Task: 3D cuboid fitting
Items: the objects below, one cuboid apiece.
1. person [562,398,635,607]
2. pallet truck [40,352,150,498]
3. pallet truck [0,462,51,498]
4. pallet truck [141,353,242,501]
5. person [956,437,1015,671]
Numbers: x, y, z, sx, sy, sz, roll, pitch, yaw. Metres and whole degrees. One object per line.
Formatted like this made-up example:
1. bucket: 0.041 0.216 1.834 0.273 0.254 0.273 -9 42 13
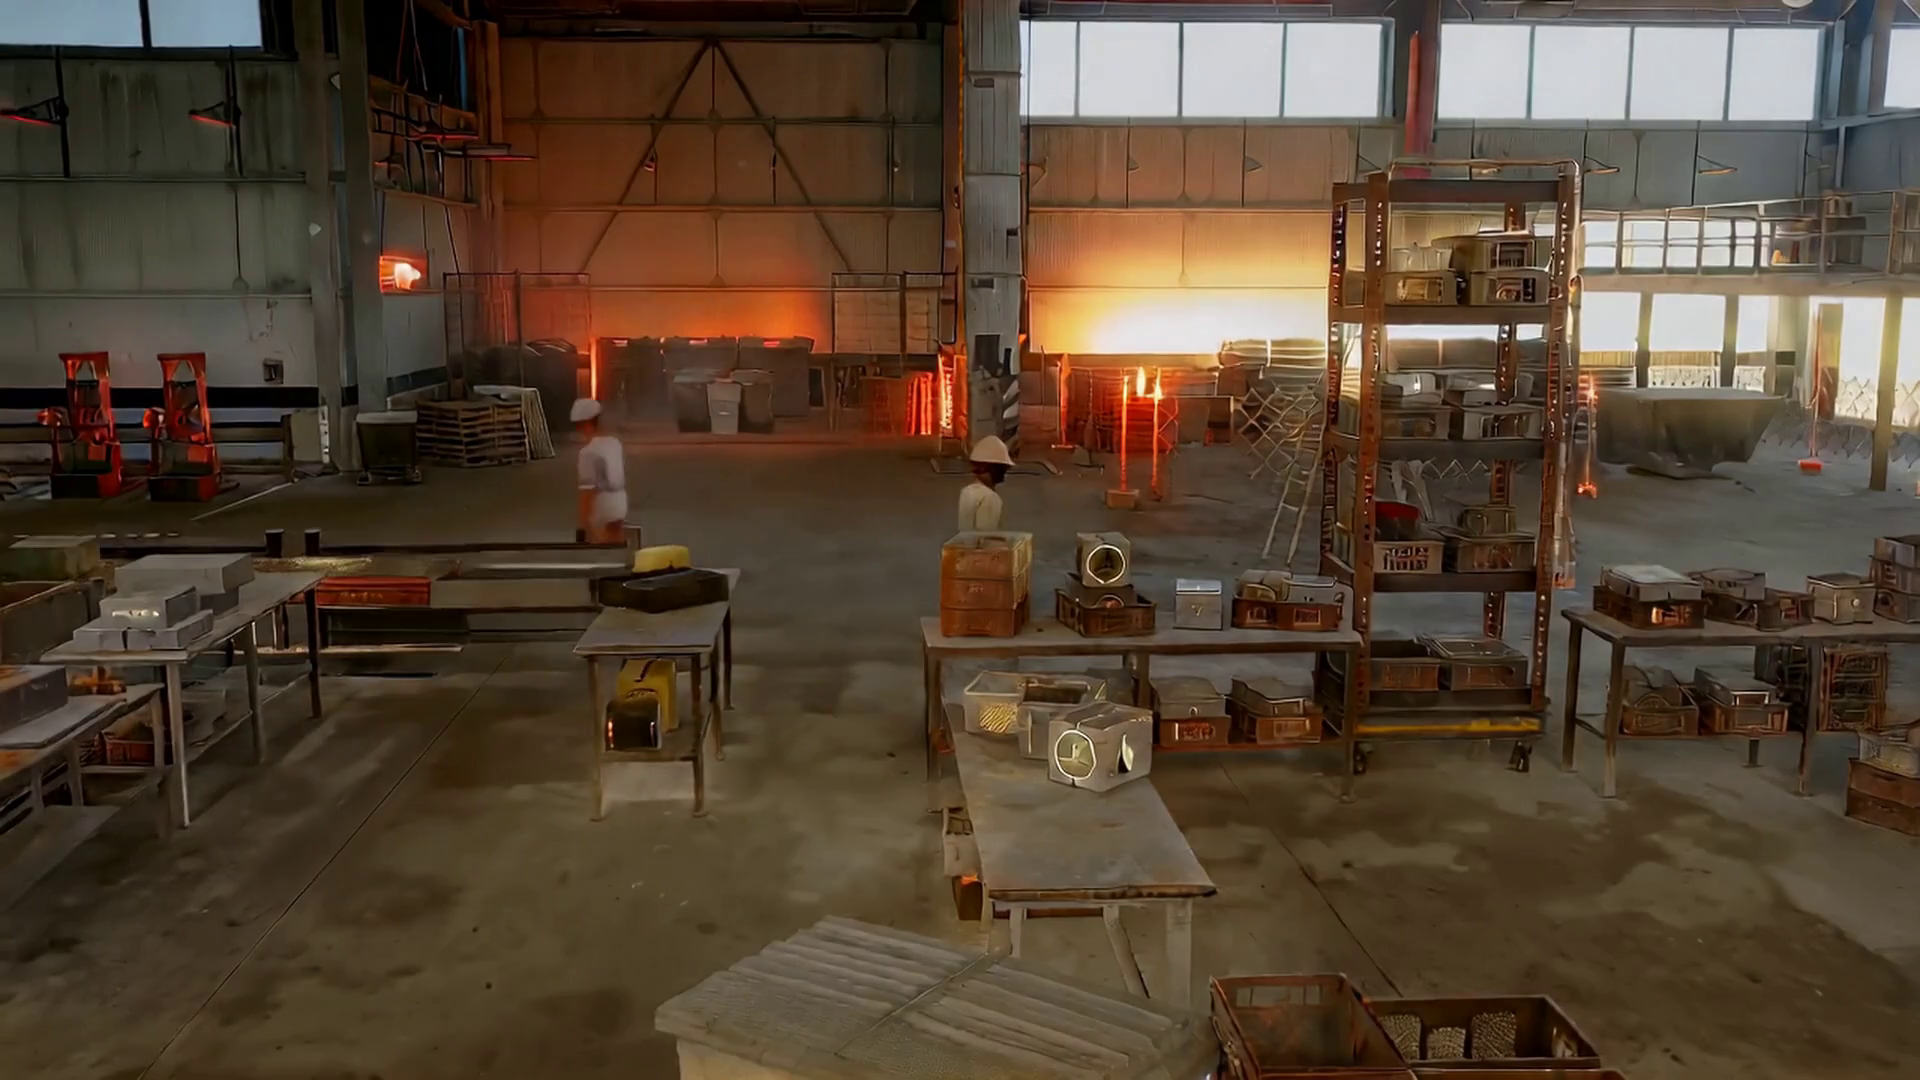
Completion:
1. person: -3.141 -0.209 14.164 0.960 1.993 0.633 2 9 15
2. pallet truck: -11.907 -1.642 23.165 0.823 1.965 1.885 0 9 0
3. pallet truck: -13.193 -1.293 23.148 0.653 1.274 1.630 -1 9 -4
4. pallet truck: -10.520 -1.604 22.925 0.823 1.965 1.885 -1 9 -6
5. person: 0.186 0.252 11.463 0.375 1.933 0.550 -4 10 -25
